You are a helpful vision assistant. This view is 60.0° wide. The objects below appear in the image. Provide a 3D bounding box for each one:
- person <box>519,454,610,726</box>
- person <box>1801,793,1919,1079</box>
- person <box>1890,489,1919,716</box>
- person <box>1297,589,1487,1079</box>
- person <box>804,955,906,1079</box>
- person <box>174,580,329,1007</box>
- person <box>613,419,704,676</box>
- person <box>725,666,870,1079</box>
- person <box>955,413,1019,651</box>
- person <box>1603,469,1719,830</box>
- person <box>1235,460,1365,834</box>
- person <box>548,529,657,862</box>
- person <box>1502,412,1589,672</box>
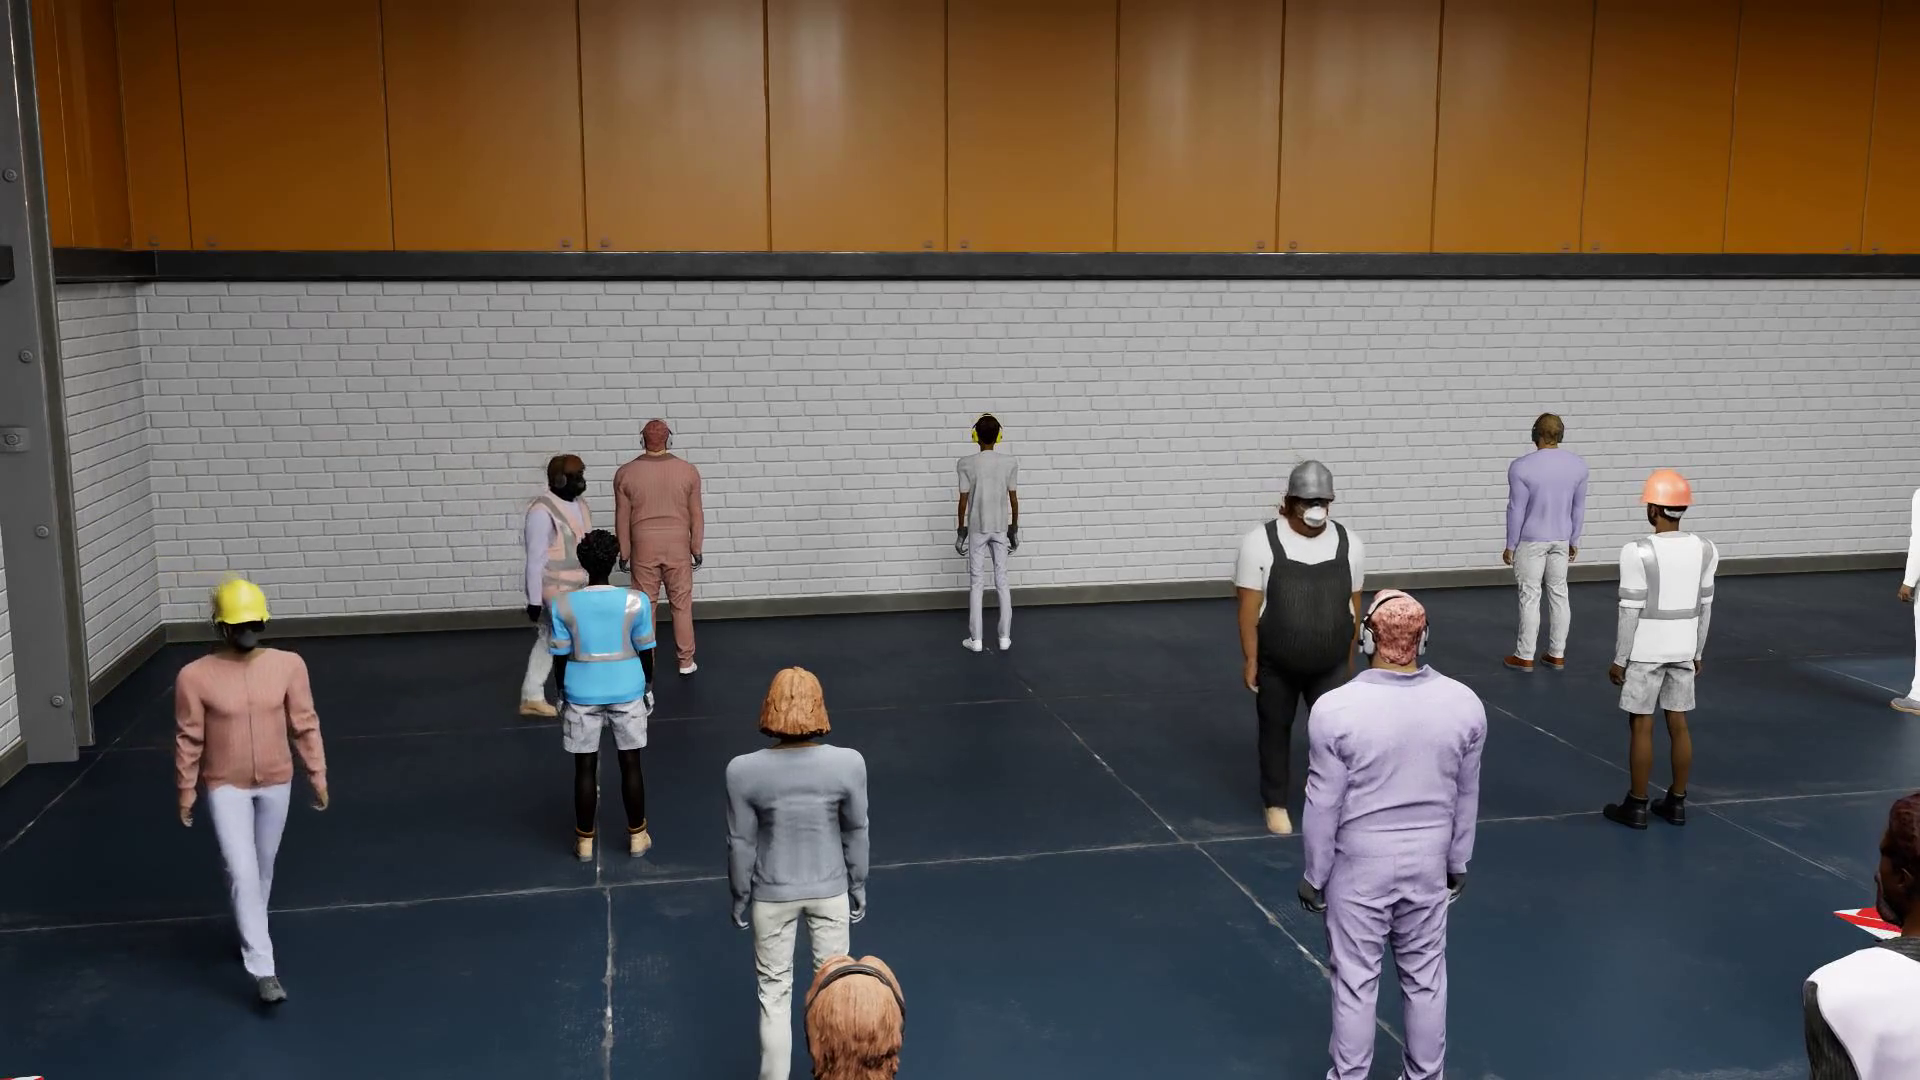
[{"bbox_3d":[-2.552,0.326,10.971,0.971,1.790,0.641,2,9,10],"label":"person"},{"bbox_3d":[2.030,1.474,3.560,0.593,1.922,0.391,-2,10,-12],"label":"person"},{"bbox_3d":[6.580,0.247,11.149,0.575,1.884,0.355,-2,10,-12],"label":"person"},{"bbox_3d":[1.473,1.116,5.786,0.643,1.909,0.410,-2,10,-12],"label":"person"},{"bbox_3d":[-0.201,1.642,3.389,0.514,1.641,0.307,-2,10,-12],"label":"person"},{"bbox_3d":[-2.872,1.027,6.831,0.551,1.725,0.852,-8,12,-41],"label":"person"},{"bbox_3d":[-2.196,0.066,12.184,0.643,1.909,0.410,-2,10,-12],"label":"person"},{"bbox_3d":[-0.563,1.246,5.820,0.500,1.633,0.284,-2,10,-12],"label":"person"},{"bbox_3d":[0.213,-0.058,13.052,0.513,1.872,0.328,-2,10,-12],"label":"person"},{"bbox_3d":[3.737,0.586,8.907,0.545,1.942,0.349,-2,10,-12],"label":"person"},{"bbox_3d":[1.773,0.586,8.603,0.682,2.000,0.809,0,9,1],"label":"person"},{"bbox_3d":[-1.801,0.788,8.424,0.535,1.696,0.318,-2,10,-12],"label":"person"},{"bbox_3d":[4.334,0.018,12.381,0.631,1.940,0.372,-2,10,-12],"label":"person"}]
